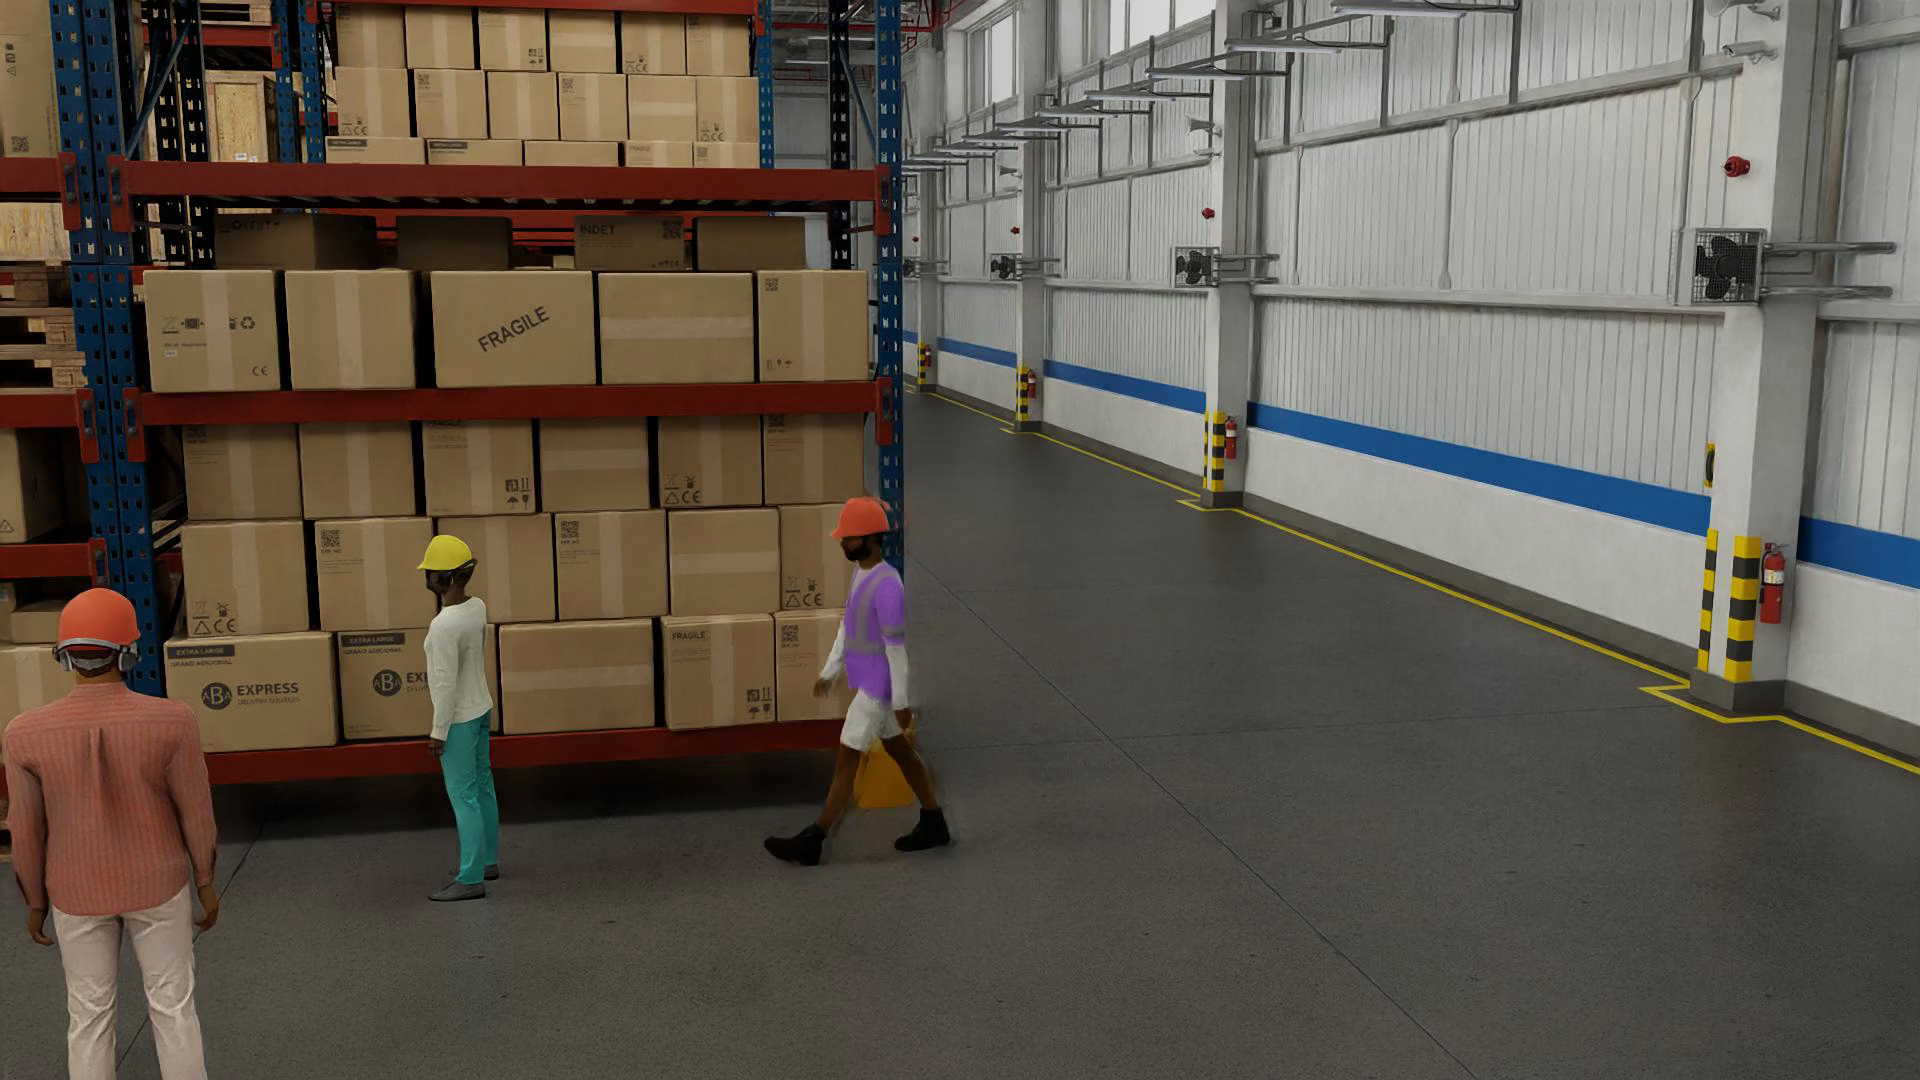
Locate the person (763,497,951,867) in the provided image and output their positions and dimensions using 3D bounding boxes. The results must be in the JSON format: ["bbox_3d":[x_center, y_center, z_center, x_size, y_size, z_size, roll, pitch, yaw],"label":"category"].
[{"bbox_3d":[-0.487,0.714,8.481,1.005,1.883,0.564,-2,10,-14],"label":"person"}]

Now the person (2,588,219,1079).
[{"bbox_3d":[-2.776,1.145,5.507,0.610,1.996,0.378,-3,10,-17],"label":"person"}]

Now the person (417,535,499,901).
[{"bbox_3d":[-2.421,0.850,8.008,0.309,1.769,0.523,0,9,3],"label":"person"}]
